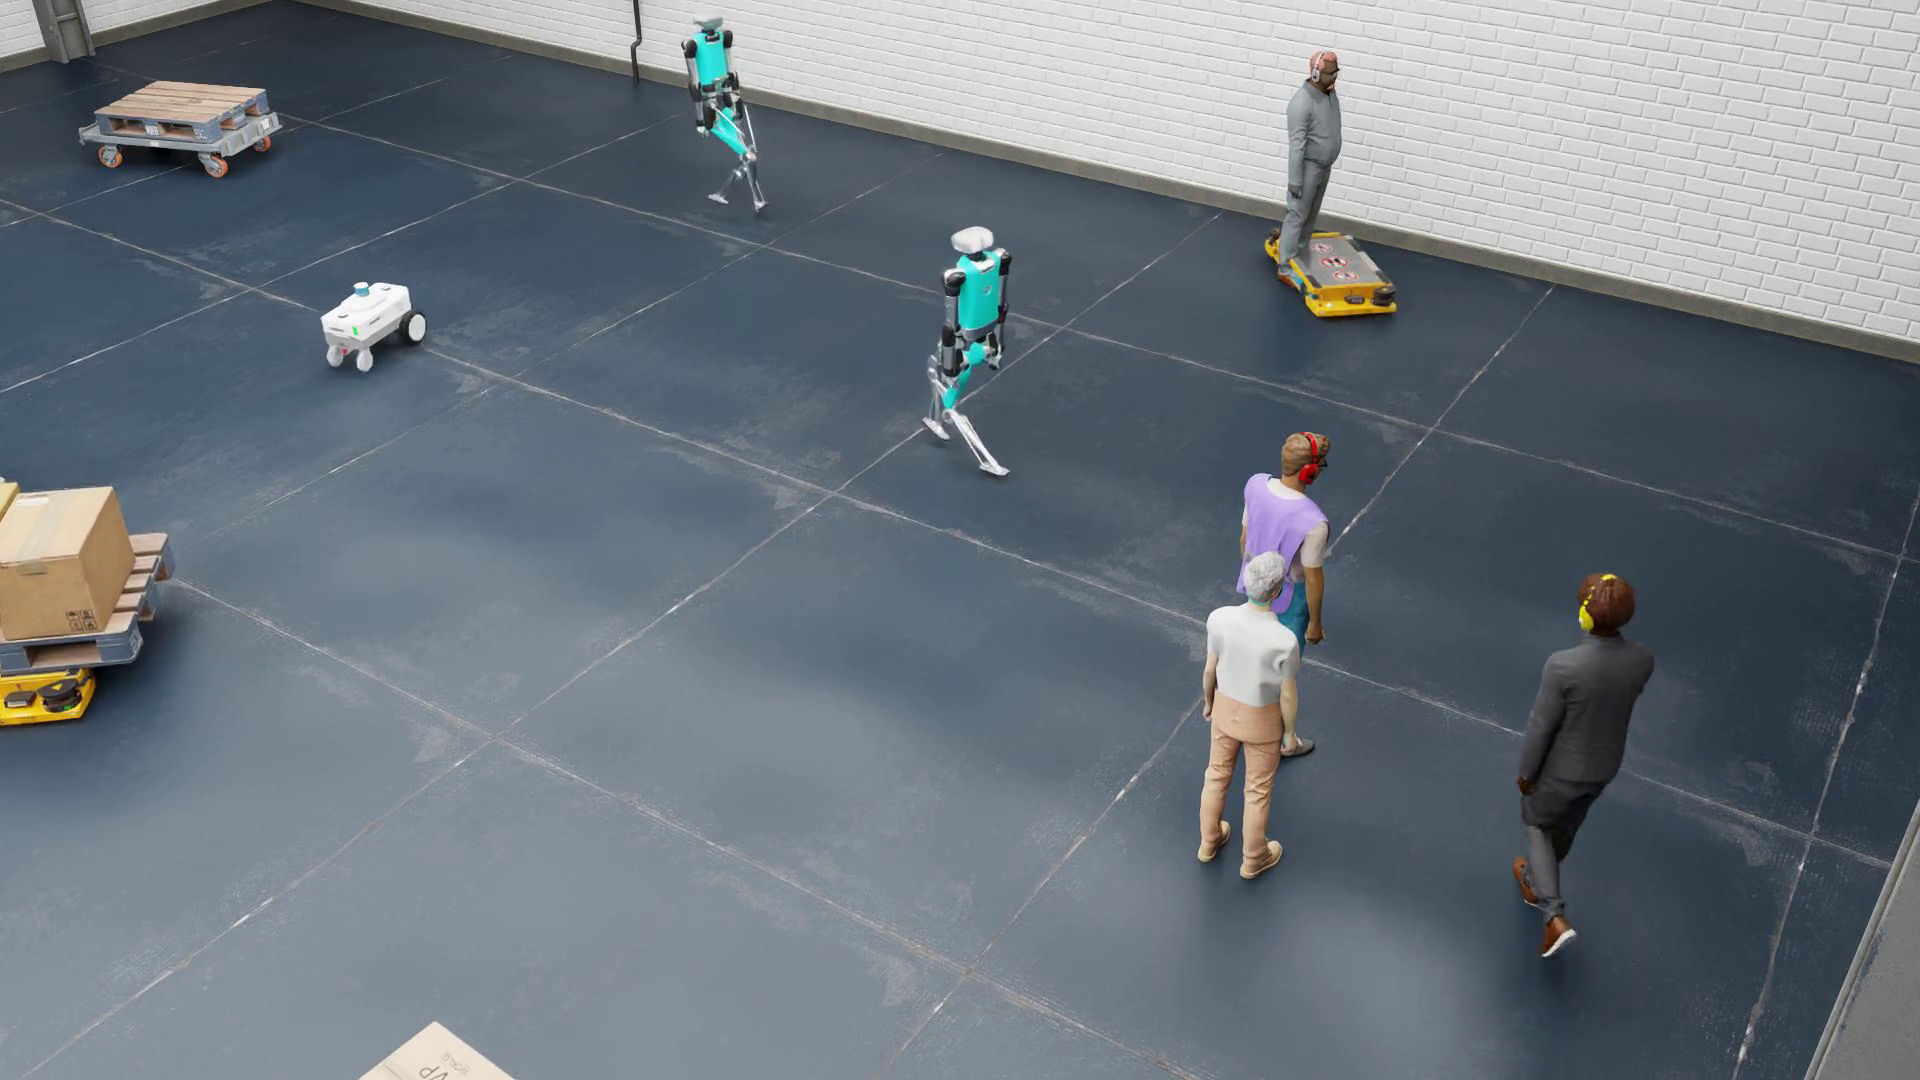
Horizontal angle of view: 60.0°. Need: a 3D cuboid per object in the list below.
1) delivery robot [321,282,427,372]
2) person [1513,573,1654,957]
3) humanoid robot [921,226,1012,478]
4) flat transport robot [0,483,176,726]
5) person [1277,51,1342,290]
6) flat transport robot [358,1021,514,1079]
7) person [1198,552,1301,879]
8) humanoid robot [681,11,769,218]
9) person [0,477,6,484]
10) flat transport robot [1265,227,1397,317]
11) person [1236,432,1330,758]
[{"bbox_3d":[-4.458,-1.656,12.581,0.499,0.609,0.807,11,34,17],"label":"delivery robot"},{"bbox_3d":[2.697,1.003,7.243,0.498,1.848,0.700,-3,33,-5],"label":"person"},{"bbox_3d":[-0.068,-1.280,10.936,0.546,1.763,1.040,-27,41,-35],"label":"humanoid robot"},{"bbox_3d":[-5.141,0.544,9.410,0.659,0.231,1.431,-5,33,-8],"label":"flat transport robot"},{"bbox_3d":[2.837,-2.980,13.380,0.412,1.906,0.651,20,38,28],"label":"person"},{"bbox_3d":[-1.863,2.737,5.998,0.659,0.231,1.431,22,39,31],"label":"flat transport robot"},{"bbox_3d":[1.328,0.807,7.633,0.482,1.748,0.319,21,38,29],"label":"person"},{"bbox_3d":[-1.941,-3.705,14.700,0.995,1.773,0.530,26,41,34],"label":"humanoid robot"},{"bbox_3d":[-6.507,-1.062,10.442,0.374,1.864,0.467,2,33,3],"label":"person"},{"bbox_3d":[3.043,-2.224,13.717,0.659,0.231,1.431,-4,33,-7],"label":"flat transport robot"},{"bbox_3d":[1.599,0.291,8.353,0.390,1.837,0.562,-18,37,-26],"label":"person"}]
